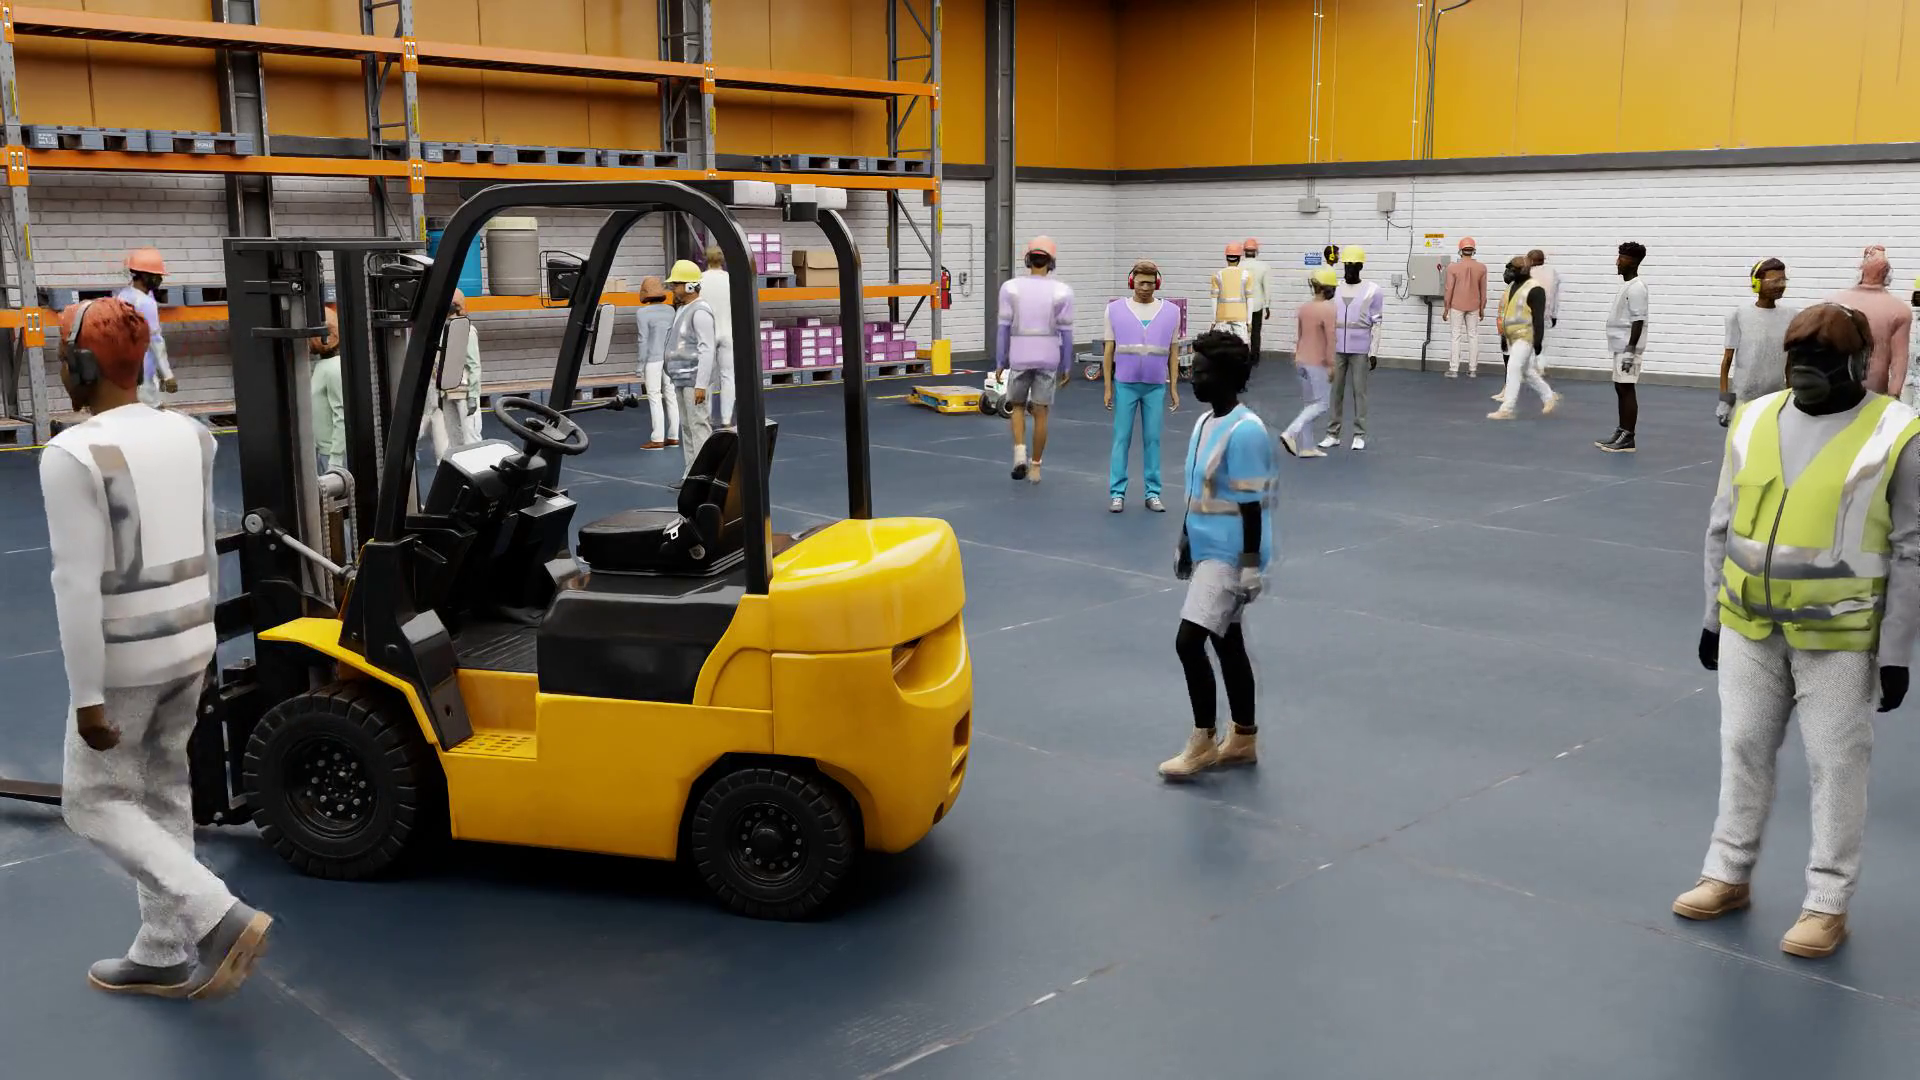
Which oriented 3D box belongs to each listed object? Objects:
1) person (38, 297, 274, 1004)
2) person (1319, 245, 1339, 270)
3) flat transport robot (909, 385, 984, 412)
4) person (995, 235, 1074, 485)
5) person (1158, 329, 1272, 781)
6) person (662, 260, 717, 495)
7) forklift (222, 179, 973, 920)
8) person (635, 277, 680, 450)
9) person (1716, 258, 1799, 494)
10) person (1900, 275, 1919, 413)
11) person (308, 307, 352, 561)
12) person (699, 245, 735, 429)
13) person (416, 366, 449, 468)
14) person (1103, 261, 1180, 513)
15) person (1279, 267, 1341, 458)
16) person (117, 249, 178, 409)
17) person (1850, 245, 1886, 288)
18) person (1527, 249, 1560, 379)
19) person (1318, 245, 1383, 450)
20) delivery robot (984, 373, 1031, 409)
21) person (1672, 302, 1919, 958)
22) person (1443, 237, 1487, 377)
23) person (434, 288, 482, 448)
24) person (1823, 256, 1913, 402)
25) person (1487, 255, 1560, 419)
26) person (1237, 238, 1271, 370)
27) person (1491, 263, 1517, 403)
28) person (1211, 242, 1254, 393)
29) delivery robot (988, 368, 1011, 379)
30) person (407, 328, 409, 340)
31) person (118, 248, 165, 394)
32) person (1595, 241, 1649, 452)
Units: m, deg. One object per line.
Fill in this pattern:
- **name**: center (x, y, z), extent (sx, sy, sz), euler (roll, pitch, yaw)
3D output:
- **person**: center (-2.080, 0.313, 4.310), extent (0.505, 1.864, 0.576), euler (3, 11, 14)
- **person**: center (5.607, -3.547, 25.352), extent (0.330, 1.872, 0.512), euler (-2, 11, -10)
- **flat transport robot**: center (-0.075, -1.655, 19.397), extent (0.652, 0.197, 1.431), euler (-4, 11, -18)
- **person**: center (0.612, -1.452, 13.514), extent (0.634, 2.019, 0.435), euler (1, 10, 6)
- **person**: center (0.901, 0.063, 6.181), extent (0.570, 1.675, 0.548), euler (-1, 10, -8)
- **person**: center (-2.102, -1.251, 12.930), extent (0.404, 1.831, 0.601), euler (-5, 11, -25)
- **forklift**: center (-1.114, -0.058, 5.440), extent (2.313, 2.155, 1.214), euler (2, 11, 13)
- **person**: center (-2.874, -1.668, 15.751), extent (0.287, 1.631, 0.501), euler (7, 13, 34)
- **person**: center (5.334, -0.935, 11.107), extent (0.534, 1.871, 0.315), euler (0, 10, 1)
- **person**: center (7.972, -1.336, 13.700), extent (0.466, 1.730, 0.484), euler (-1, 10, -5)
- **person**: center (-3.472, -0.468, 9.213), extent (0.289, 1.632, 0.498), euler (-6, 12, -28)
- **person**: center (-2.518, -2.073, 17.178), extent (0.631, 1.917, 0.731), euler (-2, 11, -13)
- **person**: center (-4.592, -1.426, 14.423), extent (0.467, 1.625, 0.537), euler (-5, 11, -24)
- **person**: center (1.326, -1.119, 12.199), extent (0.563, 1.838, 0.390), euler (-1, 10, -4)
- **person**: center (3.146, -1.576, 14.949), extent (0.571, 1.743, 0.556), euler (-5, 11, -24)
- **person**: center (-6.512, -1.350, 13.275), extent (0.488, 1.909, 0.546), euler (-9, 14, -41)
- **person**: center (10.669, -2.504, 19.582), extent (0.402, 1.904, 0.639), euler (6, 12, 31)
- **person**: center (7.915, -3.094, 22.975), extent (0.661, 1.831, 0.474), euler (-2, 11, -12)
- **person**: center (3.697, -1.822, 15.784), extent (0.588, 1.930, 0.364), euler (6, 12, 31)
- **delivery robot**: center (0.641, -1.704, 18.634), extent (0.707, 0.478, 0.477), euler (-5, 12, -27)
- **person**: center (2.397, 0.252, 4.733), extent (0.429, 1.839, 0.640), euler (-7, 13, -34)
- **person**: center (7.194, -3.314, 23.740), extent (0.622, 1.992, 0.395), euler (-1, 10, -4)
- **person**: center (-3.758, -1.068, 12.475), extent (0.515, 1.636, 0.315), euler (10, 14, 42)
- **person**: center (6.686, -1.175, 12.435), extent (0.680, 1.871, 0.842), euler (7, 13, 35)
- **person**: center (6.290, -2.239, 18.394), extent (0.843, 1.813, 0.636), euler (-2, 11, -9)
- **person**: center (4.300, -3.485, 24.746), extent (0.647, 1.960, 0.905), euler (2, 11, 11)
- **person**: center (6.663, -2.511, 20.166), extent (0.318, 1.700, 0.535), euler (2, 11, 9)
- **person**: center (3.489, -2.849, 21.357), extent (0.546, 1.939, 0.375), euler (3, 11, 14)
- **delivery robot**: center (0.684, -1.852, 19.443), extent (0.707, 0.478, 0.477), euler (0, 10, -2)
- **person**: center (-4.318, -1.194, 12.345), extent (0.629, 1.937, 0.373), euler (9, 13, 39)
- **person**: center (-6.897, -1.481, 13.986), extent (0.582, 1.908, 0.758), euler (-9, 14, -42)
- **person**: center (6.246, -1.810, 15.615), extent (0.361, 1.965, 0.613), euler (2, 11, 12)
